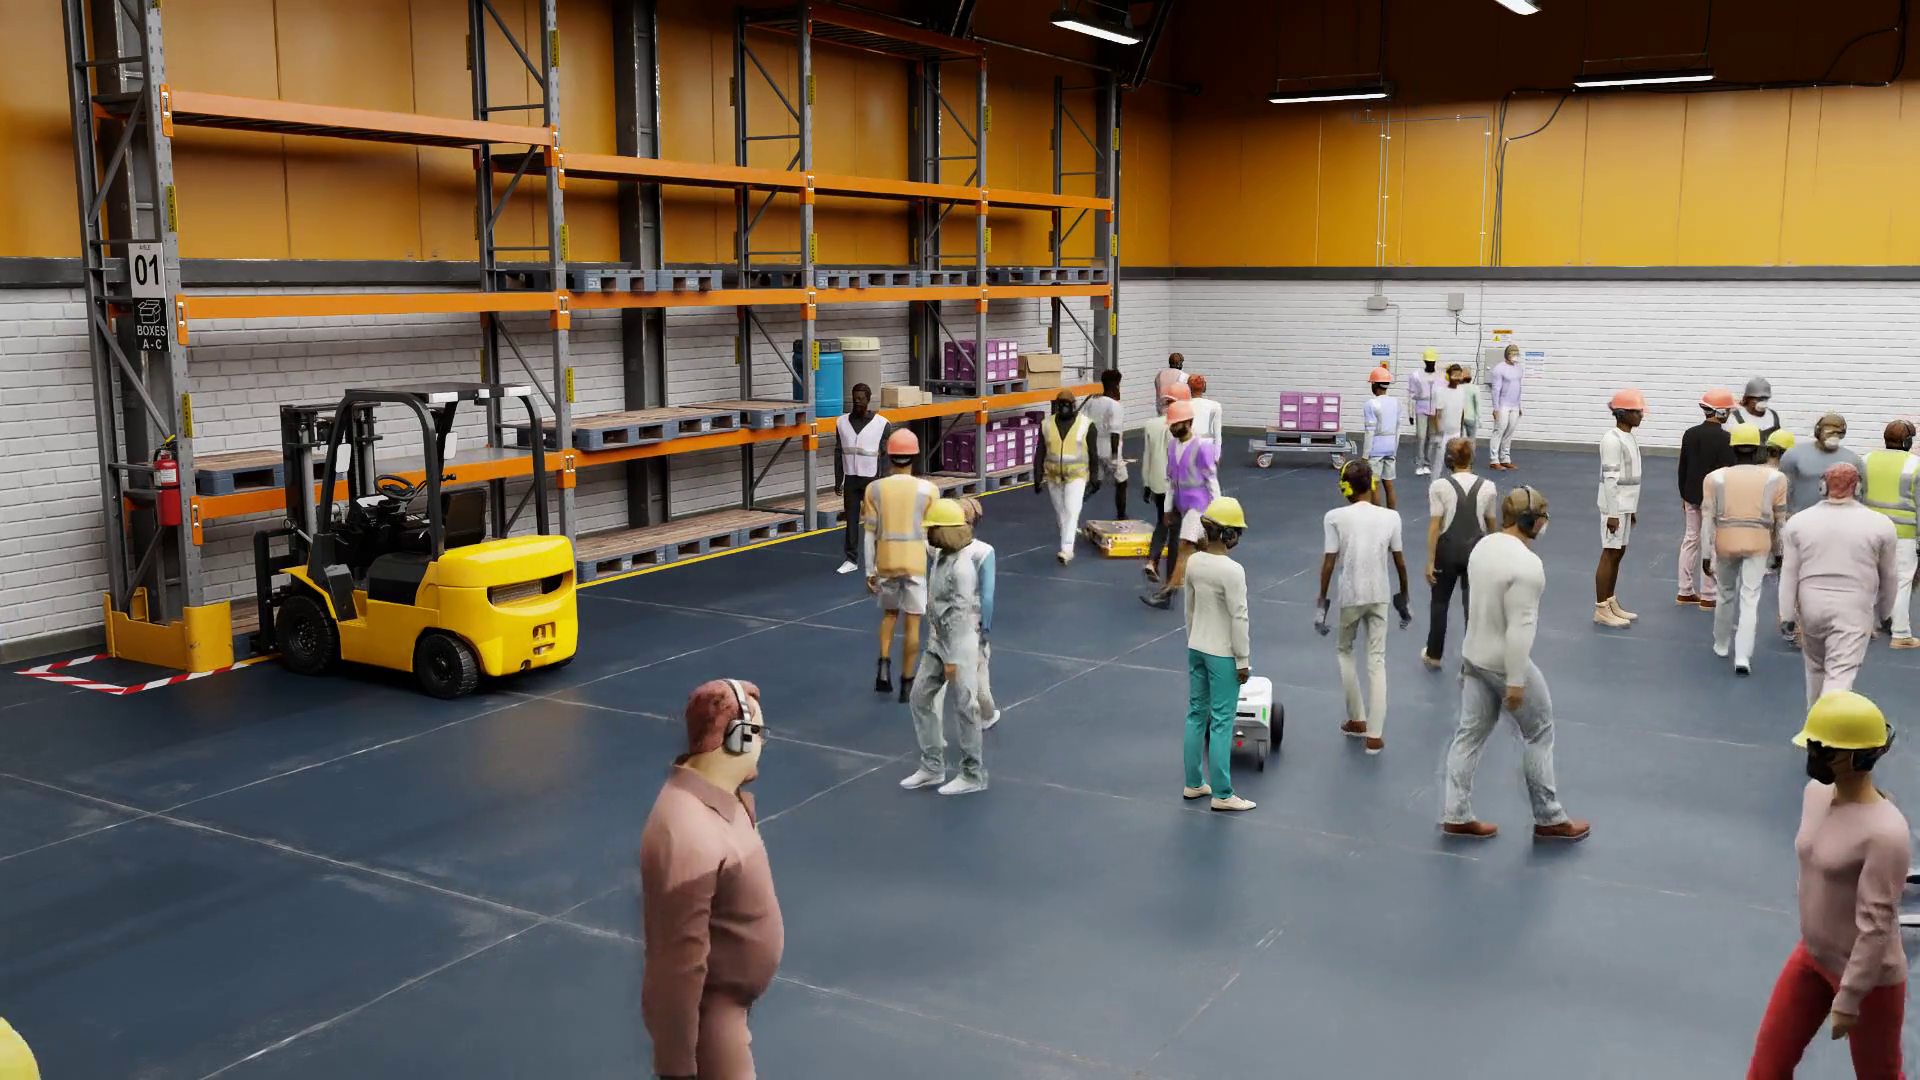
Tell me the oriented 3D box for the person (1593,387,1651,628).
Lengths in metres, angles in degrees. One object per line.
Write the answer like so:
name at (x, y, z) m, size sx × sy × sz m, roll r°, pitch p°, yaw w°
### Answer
person at (5.651, -0.282, 14.217) m, size 0.365 × 2.047 × 0.608 m, roll 6°, pitch 11°, yaw 34°

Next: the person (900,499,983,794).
person at (-0.126, 0.625, 9.527) m, size 0.594 × 1.723 × 0.506 m, roll -3°, pitch 10°, yaw -18°

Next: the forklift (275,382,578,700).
forklift at (-3.974, -0.067, 12.417) m, size 2.313 × 2.155 × 1.214 m, roll 5°, pitch 11°, yaw 30°

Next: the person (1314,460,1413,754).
person at (2.574, 0.404, 10.605) m, size 0.657 × 1.822 × 0.741 m, roll 0°, pitch 9°, yaw 0°

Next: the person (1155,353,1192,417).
person at (3.205, -1.881, 24.882) m, size 0.619 × 1.836 × 0.430 m, roll 8°, pitch 12°, yaw 39°

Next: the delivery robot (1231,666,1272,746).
delivery robot at (1.766, 1.029, 10.384) m, size 0.477 × 0.478 × 0.707 m, roll 2°, pitch 9°, yaw 12°

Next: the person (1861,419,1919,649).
person at (7.518, -0.051, 13.416) m, size 0.430 × 1.845 × 0.619 m, roll -6°, pitch 11°, yaw -32°

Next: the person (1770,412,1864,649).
person at (6.879, -0.068, 13.313) m, size 0.642 × 1.904 × 0.802 m, roll 1°, pitch 9°, yaw 7°

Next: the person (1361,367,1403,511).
person at (4.817, -1.019, 19.156) m, size 0.548 × 1.937 × 0.379 m, roll -6°, pitch 11°, yaw -31°

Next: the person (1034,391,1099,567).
person at (1.064, -0.629, 17.152) m, size 0.655 × 1.794 × 0.963 m, roll 3°, pitch 10°, yaw 19°

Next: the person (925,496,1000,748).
person at (-0.003, 0.514, 10.664) m, size 0.519 × 1.589 × 0.871 m, roll 4°, pitch 10°, yaw 22°

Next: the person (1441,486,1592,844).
person at (2.972, 0.660, 8.776) m, size 0.882 × 1.900 × 0.655 m, roll -2°, pitch 9°, yaw -12°

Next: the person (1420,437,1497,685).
person at (3.688, 0.134, 12.366) m, size 0.551 × 1.801 × 0.899 m, roll 0°, pitch 9°, yaw -1°

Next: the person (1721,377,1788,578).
person at (7.954, -0.671, 16.664) m, size 0.688 × 2.000 × 1.015 m, roll -1°, pitch 9°, yaw -6°

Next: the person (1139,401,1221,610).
person at (2.099, -0.315, 14.991) m, size 1.035 × 1.876 × 0.597 m, roll -5°, pitch 10°, yaw -29°

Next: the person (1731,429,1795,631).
person at (6.775, -0.074, 13.967) m, size 0.937 × 1.713 × 0.531 m, roll -5°, pitch 10°, yaw -30°

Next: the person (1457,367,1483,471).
person at (7.617, -1.800, 25.080) m, size 0.553 × 1.583 × 0.816 m, roll 4°, pitch 10°, yaw 23°

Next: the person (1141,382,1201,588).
person at (2.037, -0.515, 15.872) m, size 0.642 × 1.978 × 0.432 m, roll 7°, pitch 12°, yaw 39°

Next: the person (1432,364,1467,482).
person at (6.369, -1.352, 21.551) m, size 0.535 × 1.842 × 0.809 m, roll -2°, pitch 9°, yaw -12°

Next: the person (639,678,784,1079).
person at (-0.706, 1.325, 4.720) m, size 0.434 × 1.879 × 0.707 m, roll -1°, pitch 9°, yaw -4°

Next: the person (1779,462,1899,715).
person at (5.426, 0.443, 10.325) m, size 0.626 × 1.856 × 1.016 m, roll 8°, pitch 12°, yaw 39°

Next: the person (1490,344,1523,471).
person at (8.365, -2.025, 25.437) m, size 0.632 × 1.936 × 0.359 m, roll -6°, pitch 11°, yaw -32°

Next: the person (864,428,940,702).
person at (-0.392, 0.177, 11.712) m, size 0.544 × 1.925 × 0.412 m, roll 2°, pitch 9°, yaw 14°

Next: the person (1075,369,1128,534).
person at (1.625, -1.014, 19.197) m, size 0.947 × 1.927 × 0.615 m, roll -6°, pitch 11°, yaw -33°

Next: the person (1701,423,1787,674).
person at (5.959, 0.051, 12.687) m, size 0.589 × 1.881 × 0.999 m, roll 5°, pitch 10°, yaw 26°

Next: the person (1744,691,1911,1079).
person at (2.629, 1.321, 5.166) m, size 0.852 × 1.725 × 0.552 m, roll 0°, pitch 9°, yaw -3°

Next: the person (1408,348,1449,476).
person at (7.002, -1.893, 24.762) m, size 0.601 × 1.893 × 0.850 m, roll 1°, pitch 9°, yaw 4°

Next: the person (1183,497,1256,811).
person at (1.459, 0.637, 9.365) m, size 0.318 × 1.767 × 0.523 m, roll -5°, pitch 10°, yaw -27°

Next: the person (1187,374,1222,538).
person at (2.688, -0.950, 18.943) m, size 0.575 × 1.876 × 0.340 m, roll 0°, pitch 9°, yaw -1°

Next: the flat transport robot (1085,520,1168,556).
flat transport robot at (1.812, -0.036, 18.208) m, size 0.652 × 0.197 × 1.431 m, roll -1°, pitch 9°, yaw -6°

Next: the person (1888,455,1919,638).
person at (7.882, -0.038, 13.351) m, size 0.651 × 1.840 × 1.012 m, roll 0°, pitch 9°, yaw 0°

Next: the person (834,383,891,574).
person at (-0.981, -0.616, 16.695) m, size 0.590 × 1.922 × 0.392 m, roll 3°, pitch 10°, yaw 17°

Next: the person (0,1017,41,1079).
person at (-1.692, 1.664, 2.821) m, size 0.458 × 1.810 × 0.661 m, roll -3°, pitch 10°, yaw -19°

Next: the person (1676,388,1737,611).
person at (6.714, -0.367, 14.906) m, size 0.386 × 1.992 × 0.625 m, roll -3°, pitch 10°, yaw -18°
